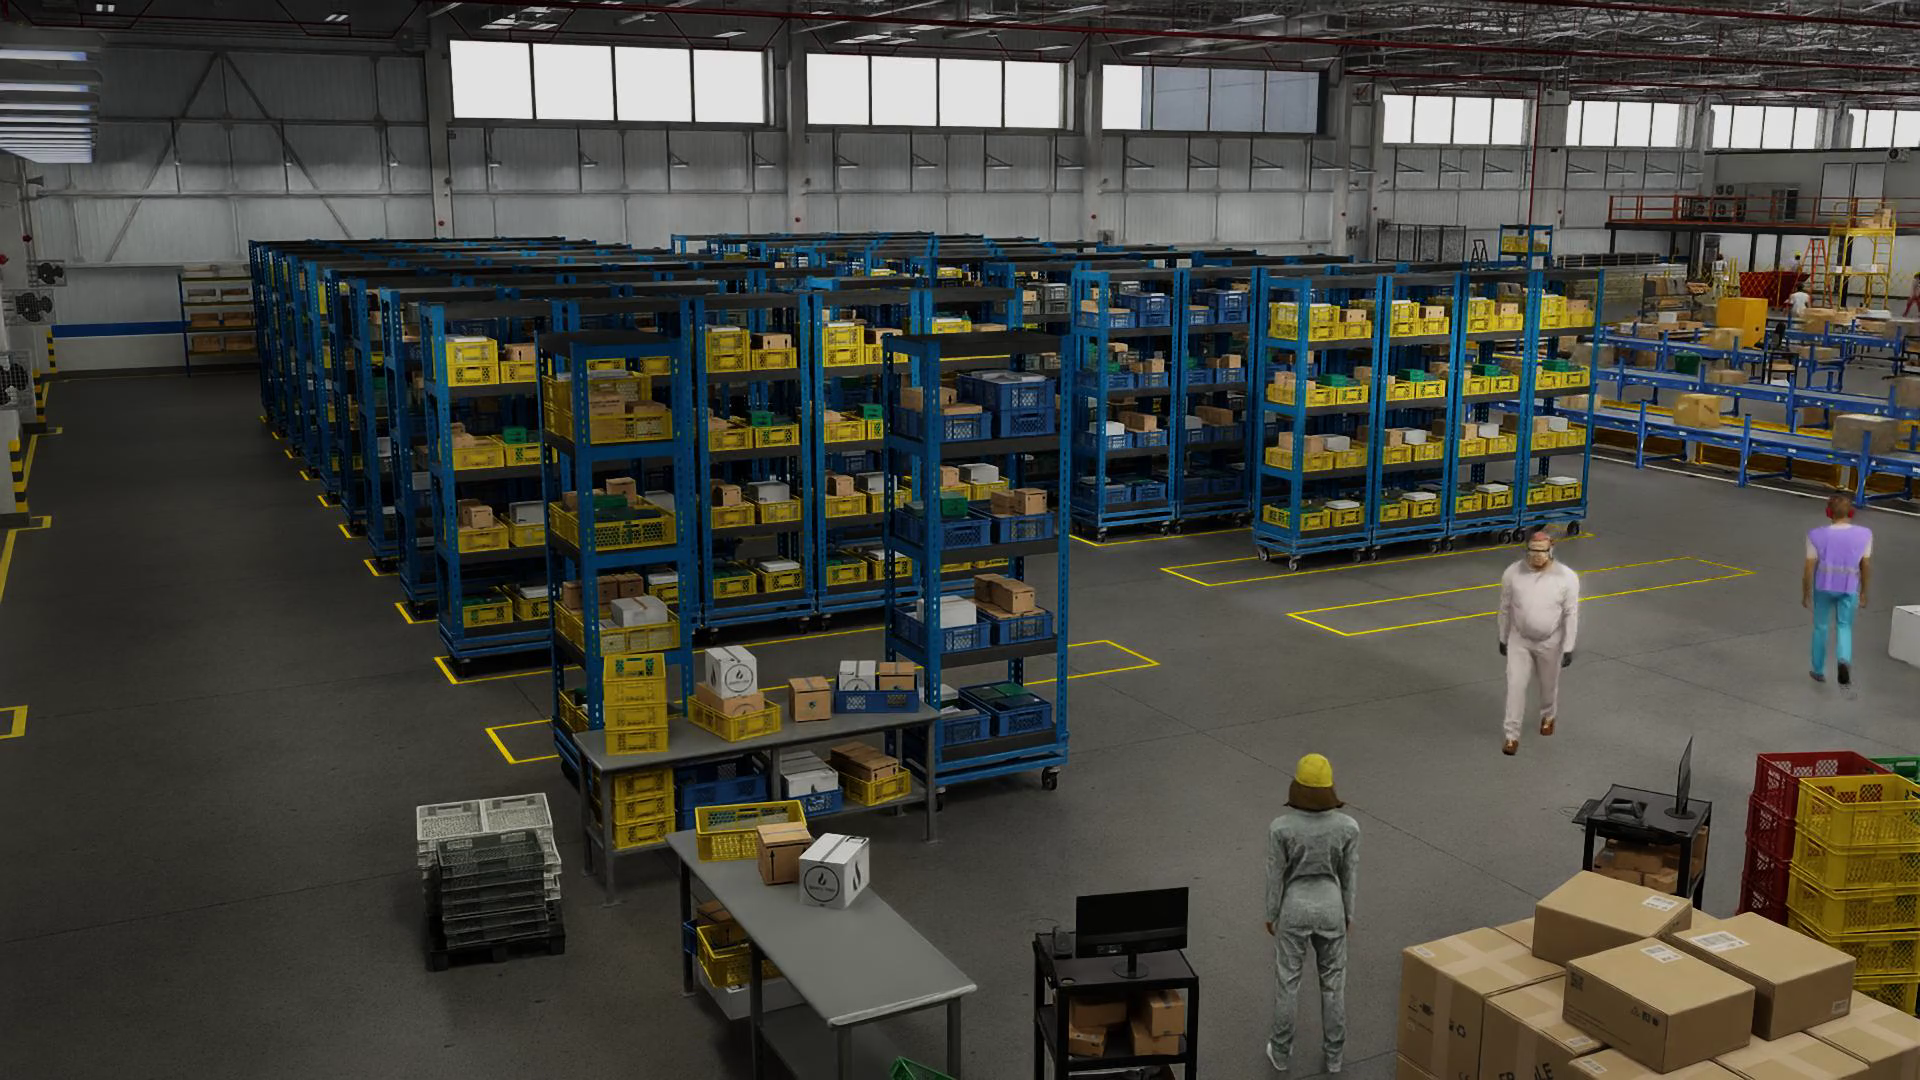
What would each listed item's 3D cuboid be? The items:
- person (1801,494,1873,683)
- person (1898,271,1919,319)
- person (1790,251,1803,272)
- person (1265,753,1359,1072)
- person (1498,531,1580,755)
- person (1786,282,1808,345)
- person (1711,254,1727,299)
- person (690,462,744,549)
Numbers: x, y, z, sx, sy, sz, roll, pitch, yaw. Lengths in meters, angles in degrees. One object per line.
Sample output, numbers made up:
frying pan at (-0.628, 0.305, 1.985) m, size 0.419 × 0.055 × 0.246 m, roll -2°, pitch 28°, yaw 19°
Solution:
person at (8.275, 0.482, 15.723) m, size 0.595 × 1.829 × 0.550 m, roll 4°, pitch 13°, yaw 17°
person at (33.388, -8.540, 58.187) m, size 0.548 × 1.720 × 0.903 m, roll -3°, pitch 12°, yaw -12°
person at (35.915, -11.443, 71.398) m, size 0.609 × 1.873 × 0.998 m, roll -7°, pitch 14°, yaw -31°
person at (1.873, 1.990, 8.914) m, size 0.486 × 1.736 × 0.359 m, roll 0°, pitch 12°, yaw 1°
person at (4.878, 0.823, 14.064) m, size 0.645 × 1.868 × 0.939 m, roll 6°, pitch 13°, yaw 24°
person at (24.831, -6.711, 49.324) m, size 0.574 × 1.847 × 0.608 m, roll 3°, pitch 12°, yaw 15°
person at (31.365, -10.879, 68.748) m, size 0.573 × 1.883 × 0.356 m, roll 6°, pitch 14°, yaw 27°
person at (-3.260, -0.661, 21.266) m, size 0.953 × 1.759 × 0.594 m, roll -7°, pitch 14°, yaw -28°
